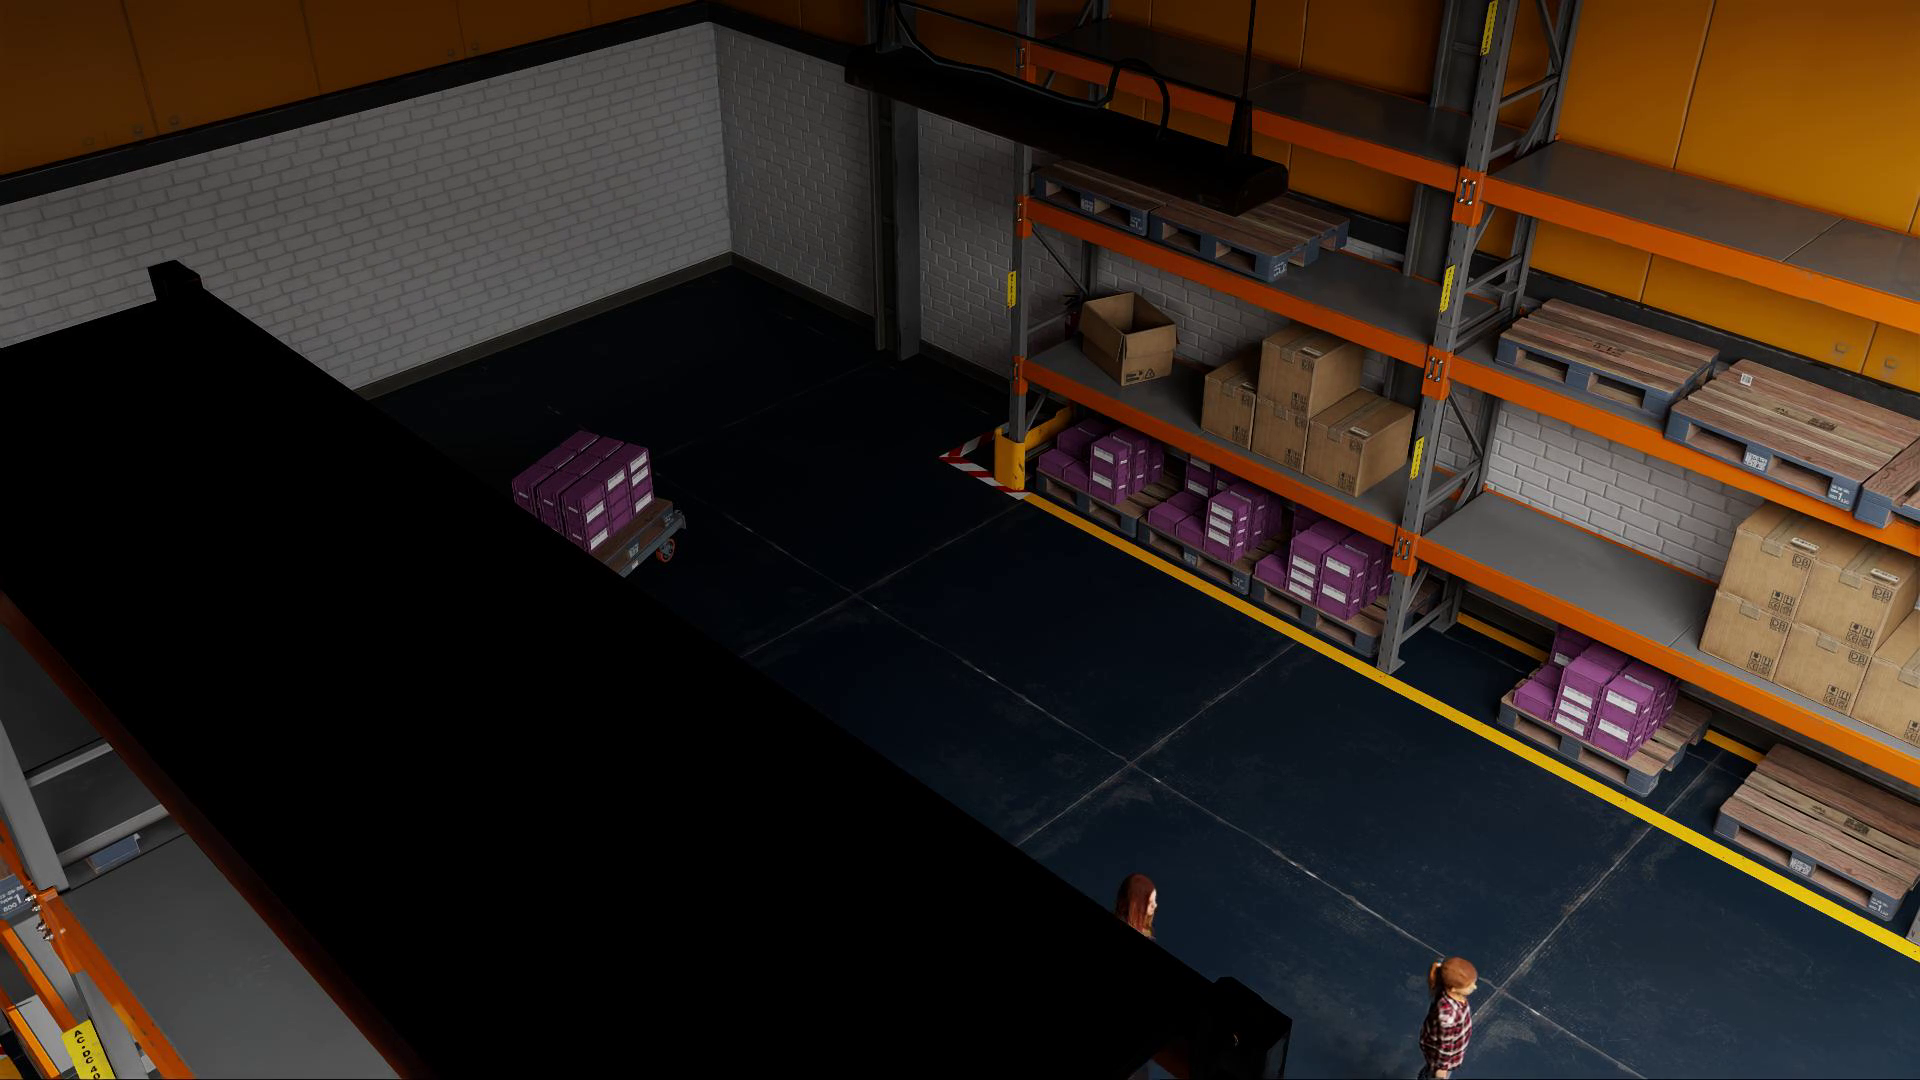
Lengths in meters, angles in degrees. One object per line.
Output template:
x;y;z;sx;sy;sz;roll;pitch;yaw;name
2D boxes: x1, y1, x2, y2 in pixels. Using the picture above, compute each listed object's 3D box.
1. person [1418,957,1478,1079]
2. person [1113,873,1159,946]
2.667;2.788;9.224;0.642;1.306;0.618;11;35;16;person
0.854;2.490;9.315;0.825;1.702;0.652;26;41;33;person
